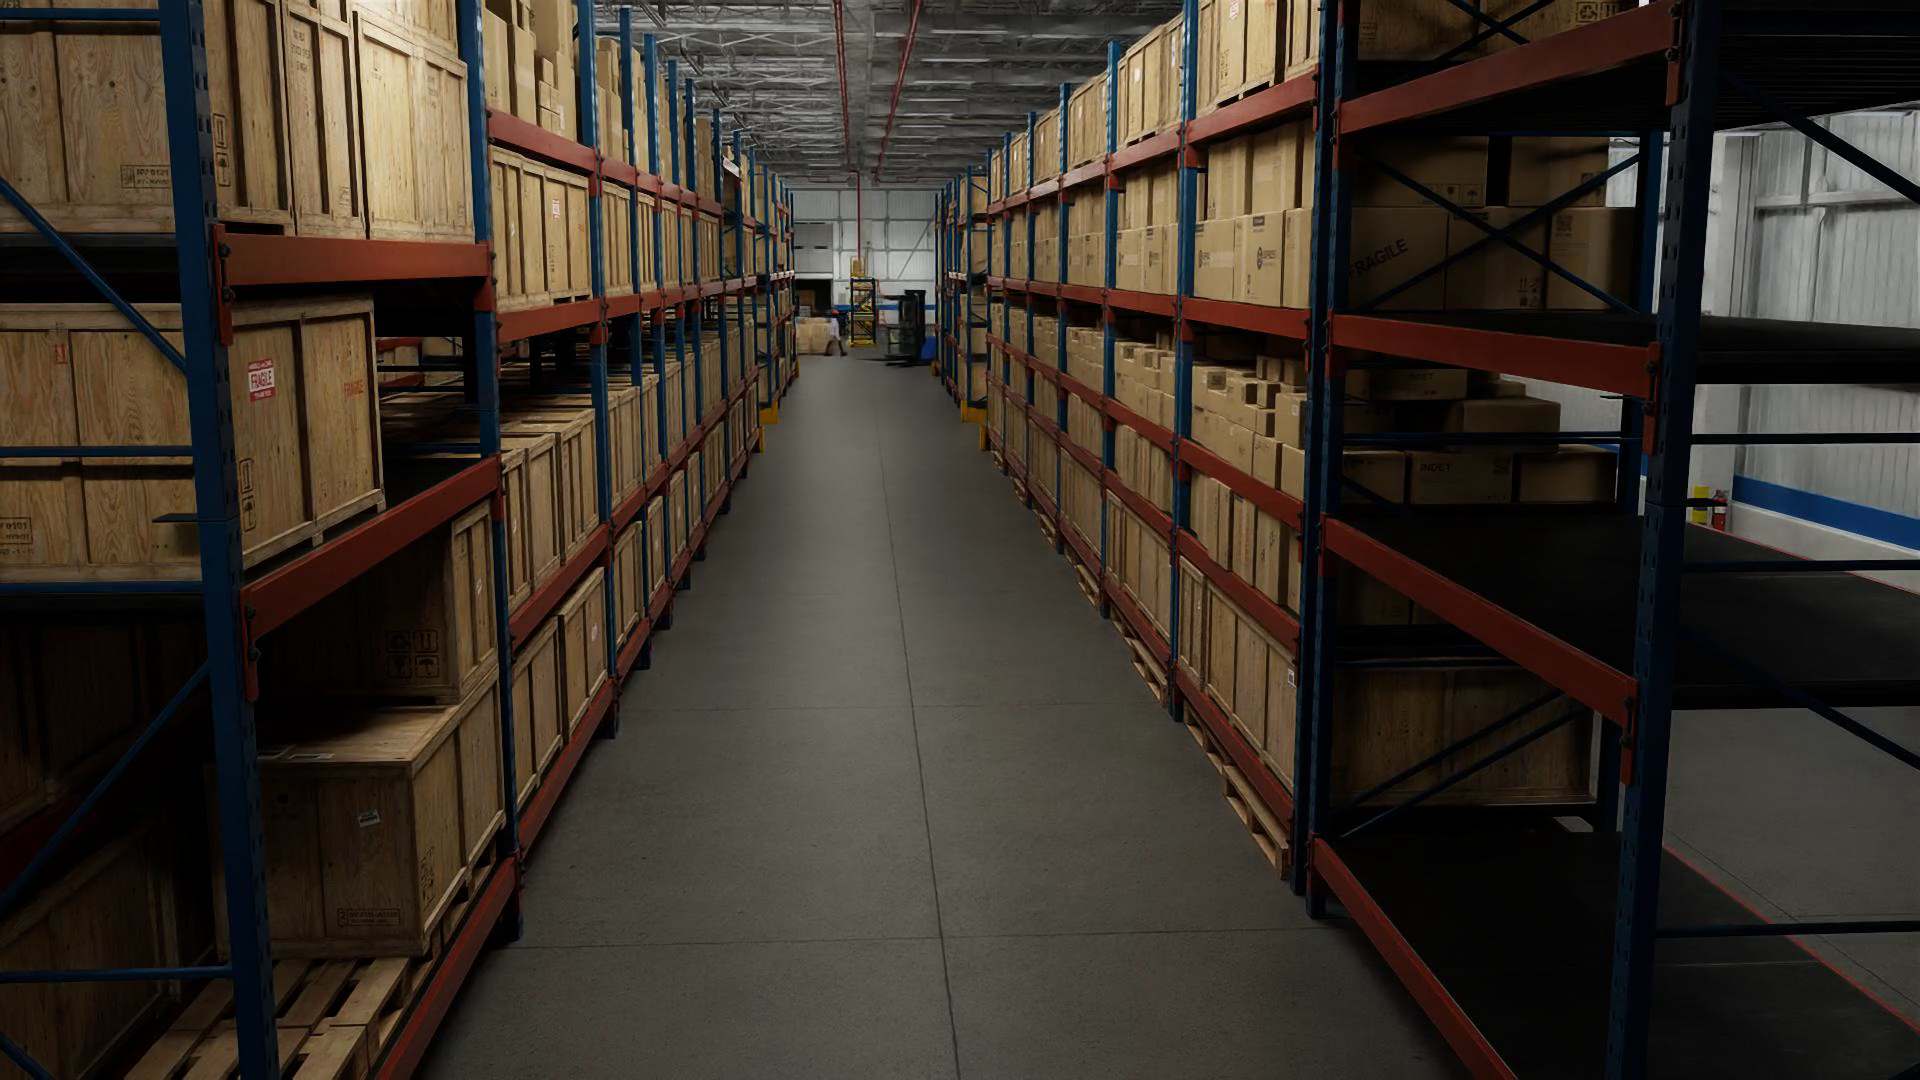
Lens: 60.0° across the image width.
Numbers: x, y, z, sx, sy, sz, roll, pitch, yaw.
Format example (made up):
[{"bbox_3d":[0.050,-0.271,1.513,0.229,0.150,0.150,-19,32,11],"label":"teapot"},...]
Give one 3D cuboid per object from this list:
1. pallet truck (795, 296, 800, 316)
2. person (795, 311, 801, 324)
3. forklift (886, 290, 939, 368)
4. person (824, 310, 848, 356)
[{"bbox_3d":[-8.622,-12.439,91.403,1.885,1.965,0.823,2,10,13],"label":"pallet truck"},{"bbox_3d":[-7.383,-9.491,74.697,0.552,1.683,0.415,-3,10,-15],"label":"person"},{"bbox_3d":[-1.606,-7.734,60.665,1.873,2.768,1.129,-7,12,-35],"label":"forklift"},{"bbox_3d":[-5.114,-8.398,67.659,0.986,1.889,0.533,-6,11,-32],"label":"person"}]
